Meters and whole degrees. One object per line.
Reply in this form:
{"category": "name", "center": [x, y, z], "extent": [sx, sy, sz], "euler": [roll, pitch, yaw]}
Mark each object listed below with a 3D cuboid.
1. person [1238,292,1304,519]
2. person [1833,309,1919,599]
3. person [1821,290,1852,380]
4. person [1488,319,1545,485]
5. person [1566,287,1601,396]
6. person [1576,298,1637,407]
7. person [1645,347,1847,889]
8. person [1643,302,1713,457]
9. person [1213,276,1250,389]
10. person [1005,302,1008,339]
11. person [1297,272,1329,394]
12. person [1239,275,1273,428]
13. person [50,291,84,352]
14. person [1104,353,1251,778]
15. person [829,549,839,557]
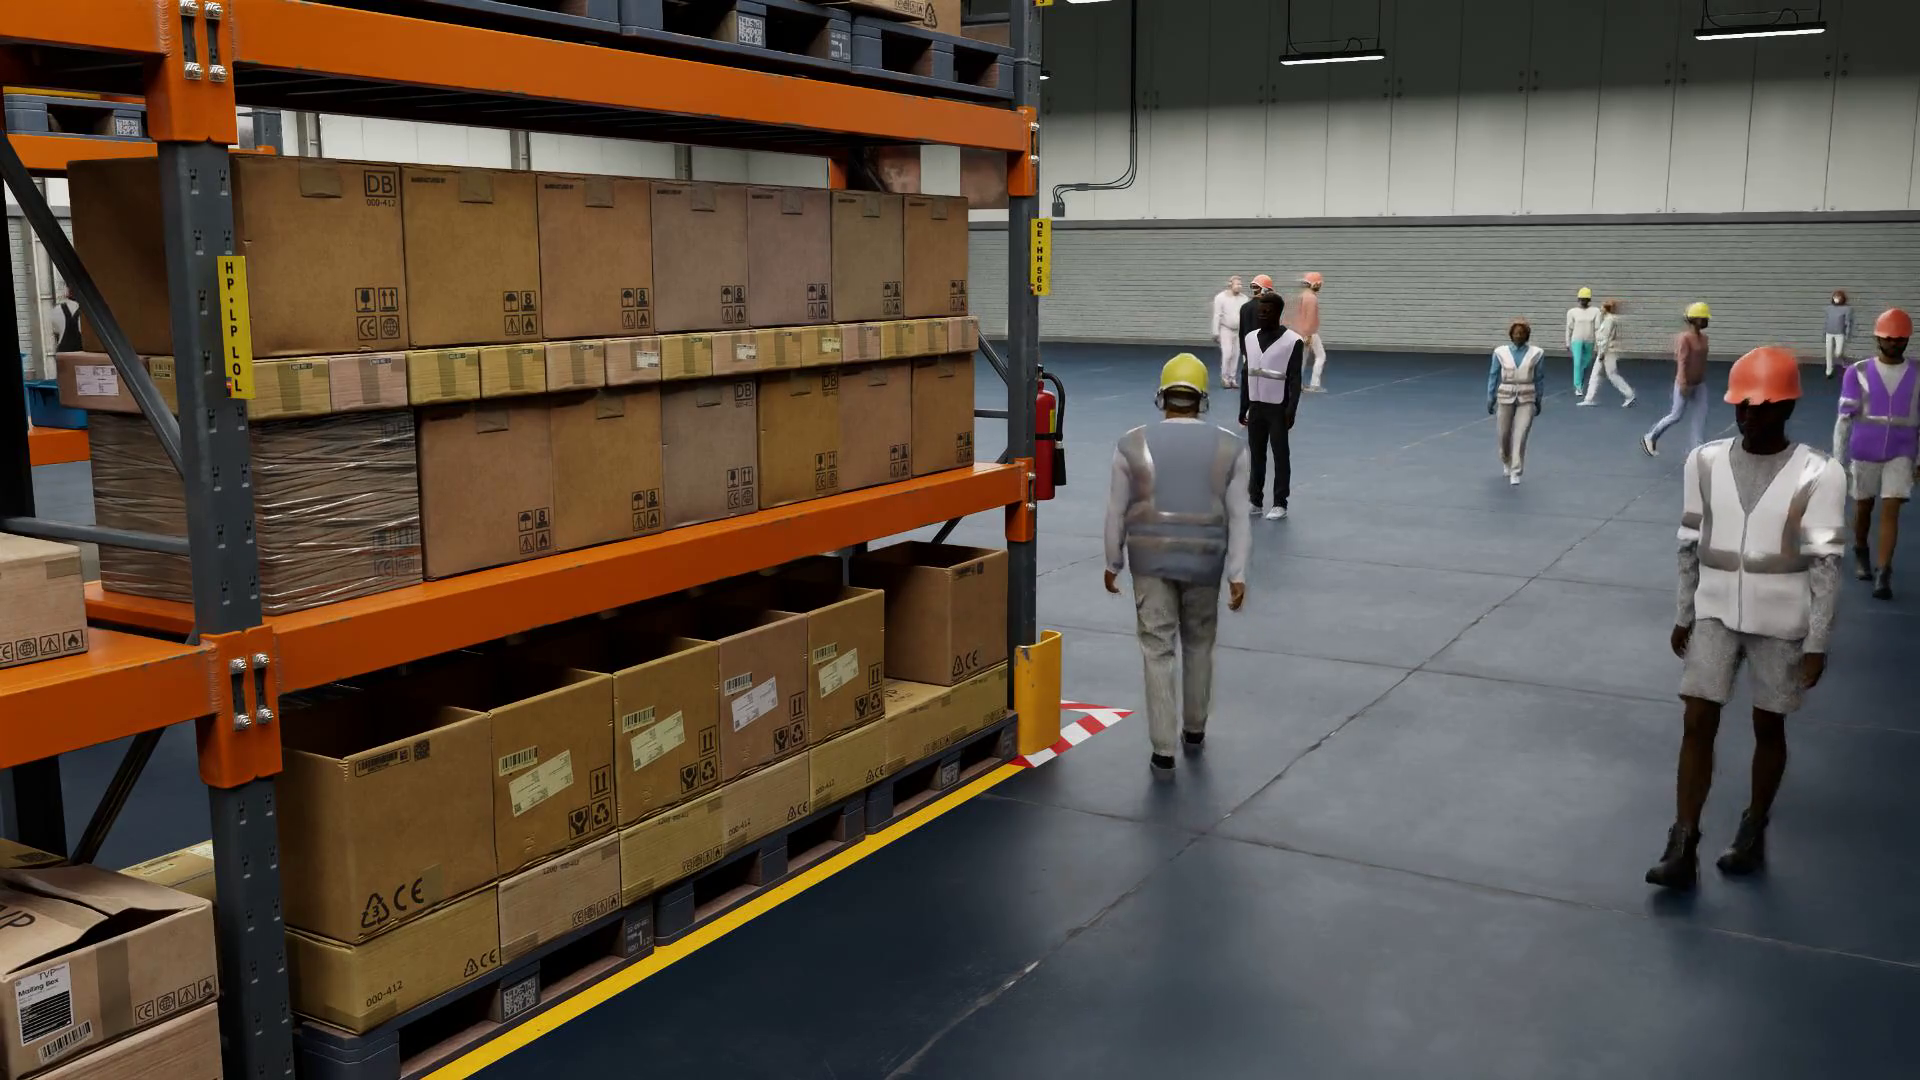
{"category": "person", "center": [2.643, -1.142, 14.180], "extent": [0.392, 1.920, 0.593], "euler": [-10, 14, -44]}
{"category": "person", "center": [6.167, -0.604, 11.144], "extent": [0.564, 1.889, 1.006], "euler": [4, 11, 25]}
{"category": "person", "center": [15.869, -3.707, 30.063], "extent": [0.490, 1.624, 0.498], "euler": [-7, 12, -35]}
{"category": "person", "center": [5.495, -1.377, 16.447], "extent": [0.520, 1.614, 0.668], "euler": [4, 10, 21]}
{"category": "person", "center": [10.024, -3.206, 26.779], "extent": [0.525, 1.742, 0.761], "euler": [1, 10, 7]}
{"category": "person", "center": [9.621, -2.762, 24.579], "extent": [0.781, 1.613, 0.518], "euler": [2, 10, 13]}
{"category": "person", "center": [2.709, 0.297, 5.780], "extent": [0.576, 1.904, 0.859], "euler": [9, 13, 41]}
{"category": "person", "center": [7.903, -1.722, 18.100], "extent": [0.528, 1.742, 0.791], "euler": [-6, 11, -31]}
{"category": "person", "center": [4.625, -3.478, 27.911], "extent": [0.681, 1.892, 0.558], "euler": [-3, 10, -19]}
{"category": "person", "center": [1.219, -4.656, 34.752], "extent": [0.512, 1.920, 0.644], "euler": [-6, 11, -32]}
{"category": "person", "center": [5.745, -3.356, 26.981], "extent": [0.662, 1.972, 0.625], "euler": [-1, 10, -7]}
{"category": "person", "center": [3.848, -2.413, 21.419], "extent": [0.391, 1.989, 0.611], "euler": [-6, 11, -32]}
{"category": "person", "center": [-10.610, -2.206, 20.053], "extent": [0.677, 2.000, 0.871], "euler": [0, 10, 3]}
{"category": "person", "center": [0.935, 0.089, 7.300], "extent": [0.616, 1.798, 0.766], "euler": [0, 10, 1]}
{"category": "person", "center": [-1.007, -0.671, 11.678], "extent": [0.600, 1.827, 0.979], "euler": [4, 10, 21]}
